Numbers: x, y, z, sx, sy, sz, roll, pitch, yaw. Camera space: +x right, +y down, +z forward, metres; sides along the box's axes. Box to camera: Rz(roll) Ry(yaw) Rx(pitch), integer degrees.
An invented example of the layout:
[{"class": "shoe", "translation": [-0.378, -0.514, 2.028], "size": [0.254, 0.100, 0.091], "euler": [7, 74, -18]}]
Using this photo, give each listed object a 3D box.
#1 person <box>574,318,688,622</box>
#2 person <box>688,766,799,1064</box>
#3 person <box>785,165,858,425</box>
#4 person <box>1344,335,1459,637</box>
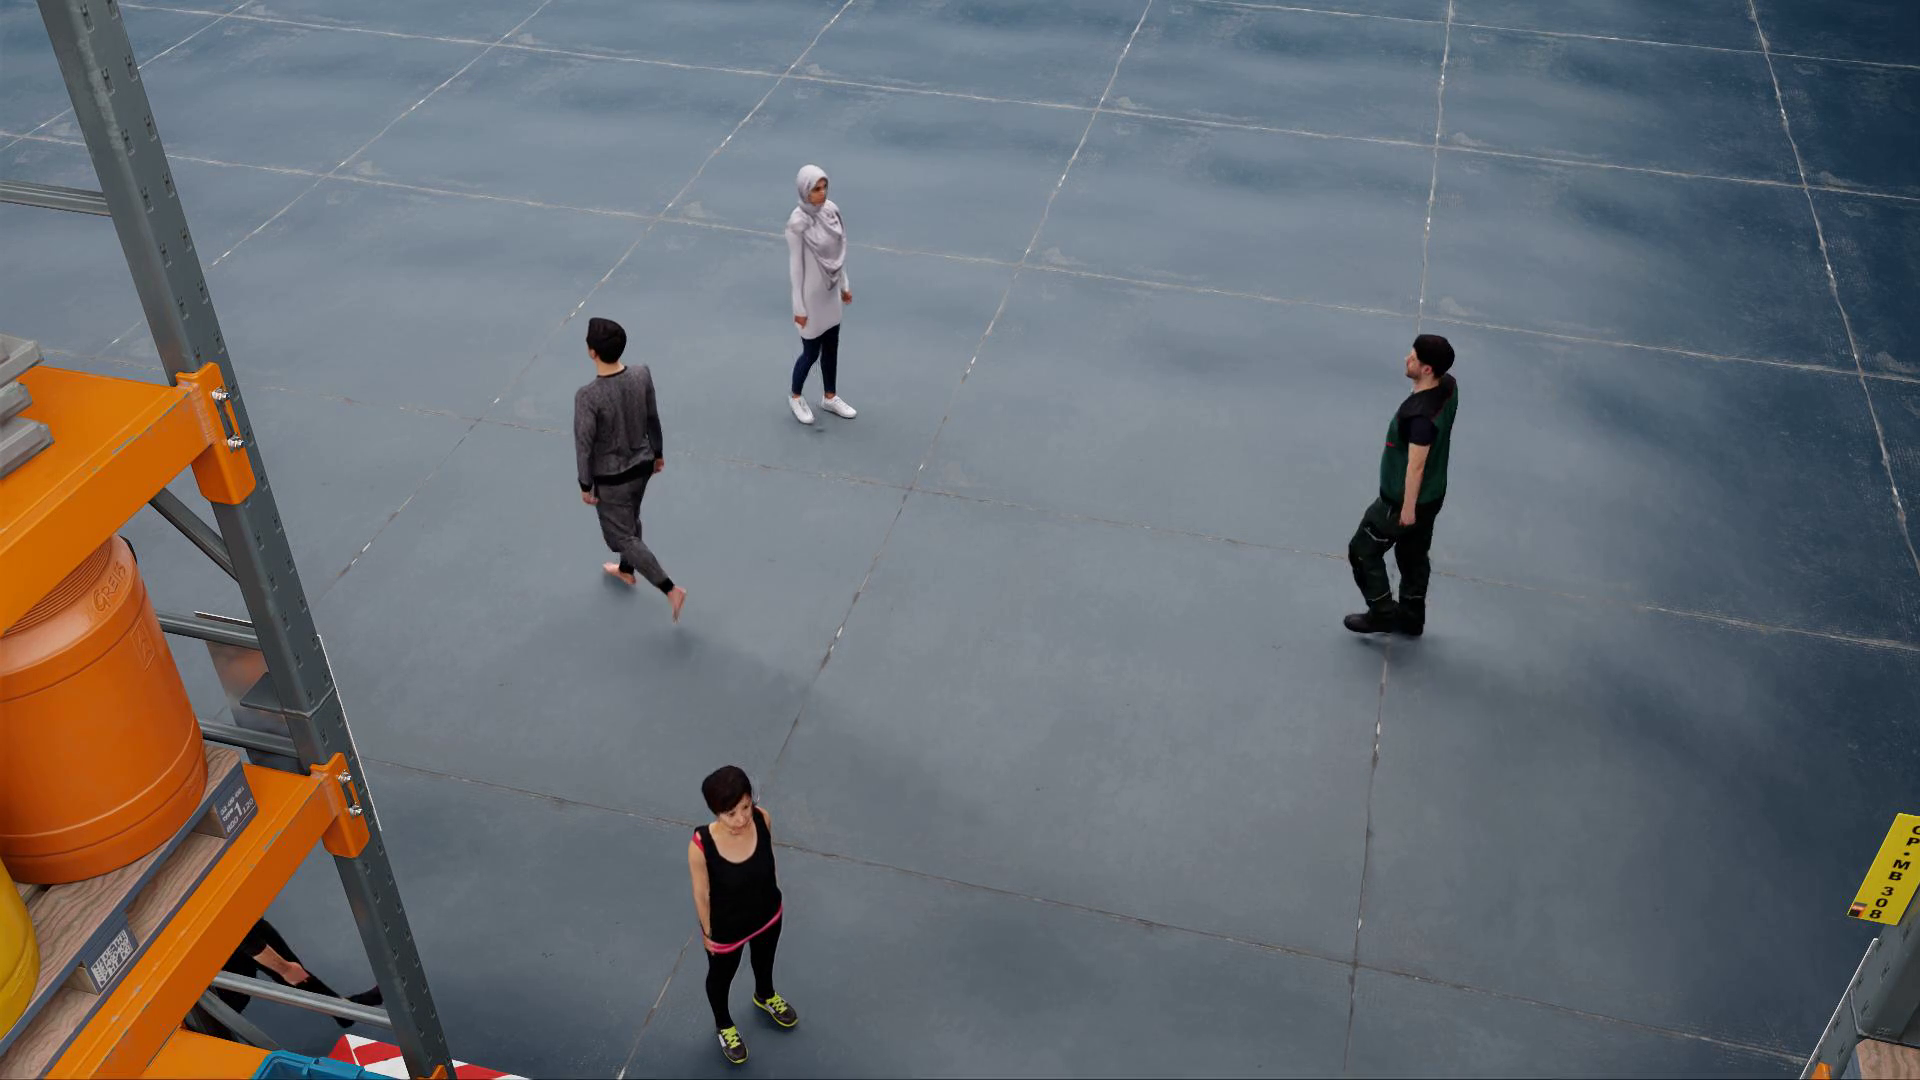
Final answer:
[{"class": "person", "translation": [-1.788, -0.354, 9.052], "size": [1.035, 1.814, 1.105], "euler": [28, 46, 31]}, {"class": "person", "translation": [-0.911, 1.515, 6.876], "size": [0.602, 1.552, 0.685], "euler": [-27, 45, -30]}, {"class": "person", "translation": [-0.925, -1.565, 10.630], "size": [0.806, 1.777, 0.732], "euler": [27, 46, 30]}, {"class": "person", "translation": [2.483, -0.227, 8.832], "size": [0.824, 1.886, 0.720], "euler": [21, 43, 24]}]
